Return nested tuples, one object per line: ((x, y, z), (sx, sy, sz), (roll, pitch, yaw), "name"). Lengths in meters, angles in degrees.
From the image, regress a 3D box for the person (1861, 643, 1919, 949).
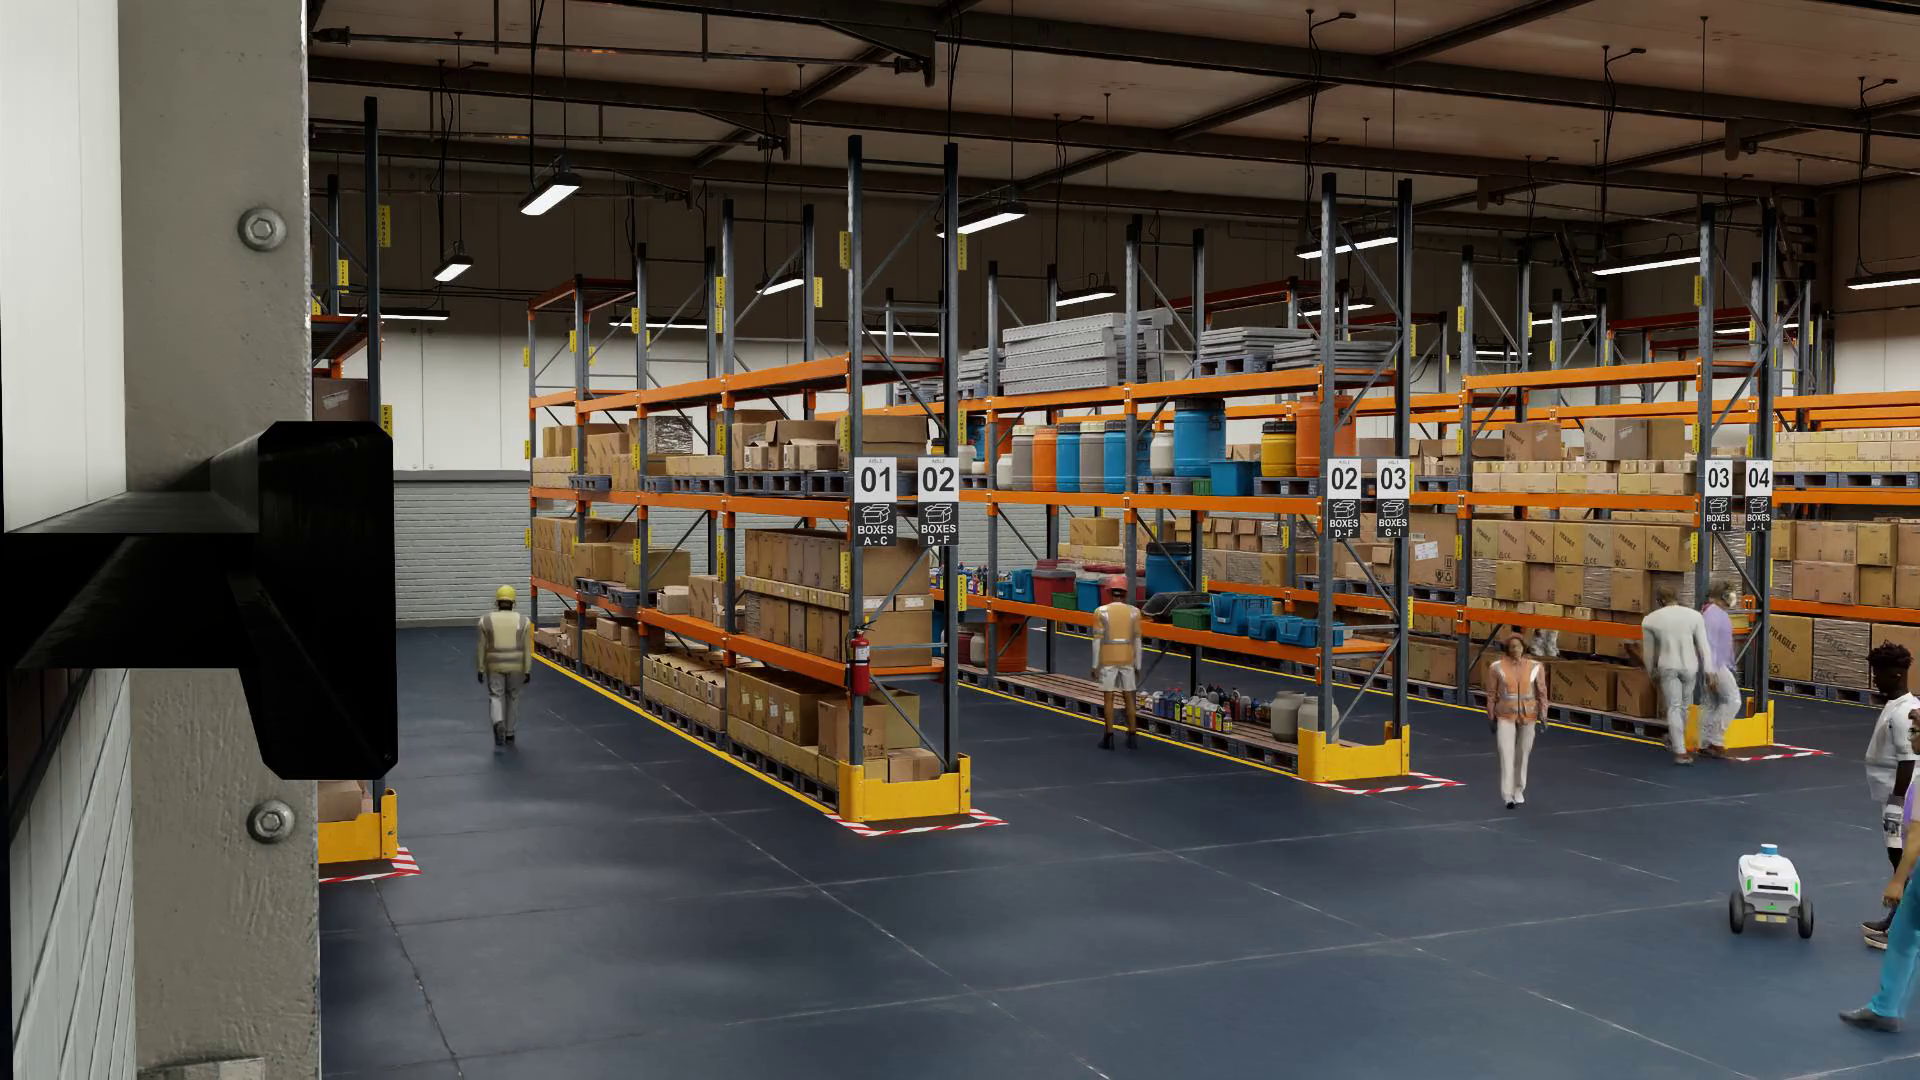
((6.063, 1.648, 11.617), (0.377, 1.959, 0.603), (1, 2, 26), "person")

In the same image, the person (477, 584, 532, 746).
((-5.072, 1.401, 19.976), (0.602, 1.809, 0.700), (-1, 2, -16), "person")

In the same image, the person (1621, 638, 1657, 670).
((9.539, 1.101, 25.185), (0.611, 2.021, 0.841), (-1, 2, -26), "person")

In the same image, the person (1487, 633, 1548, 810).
((5.082, 1.648, 16.327), (0.515, 1.594, 0.861), (0, 2, 9), "person")

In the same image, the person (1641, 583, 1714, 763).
((7.627, 1.406, 19.074), (0.700, 1.868, 0.985), (1, 2, 14), "person")

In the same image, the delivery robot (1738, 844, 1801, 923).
((5.450, 2.297, 12.073), (0.477, 0.478, 0.707), (1, 2, 20), "delivery robot")

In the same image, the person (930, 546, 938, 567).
((-0.495, 0.755, 34.587), (0.407, 1.987, 0.614), (2, 3, 35), "person")

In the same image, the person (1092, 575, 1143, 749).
((1.749, 1.354, 19.879), (0.573, 1.920, 0.396), (0, 2, -6), "person")

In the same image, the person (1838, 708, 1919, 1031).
((5.263, 1.799, 9.612), (0.936, 1.810, 0.567), (2, 3, 37), "person")

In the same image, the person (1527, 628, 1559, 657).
((8.225, 1.173, 25.129), (0.588, 1.871, 0.404), (-1, 2, -27), "person")

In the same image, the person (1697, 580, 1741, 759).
((8.135, 1.388, 19.085), (0.574, 1.910, 0.625), (1, 2, 25), "person")

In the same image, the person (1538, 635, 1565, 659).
((9.206, 1.095, 28.067), (0.597, 1.801, 0.848), (-1, 2, -23), "person")
